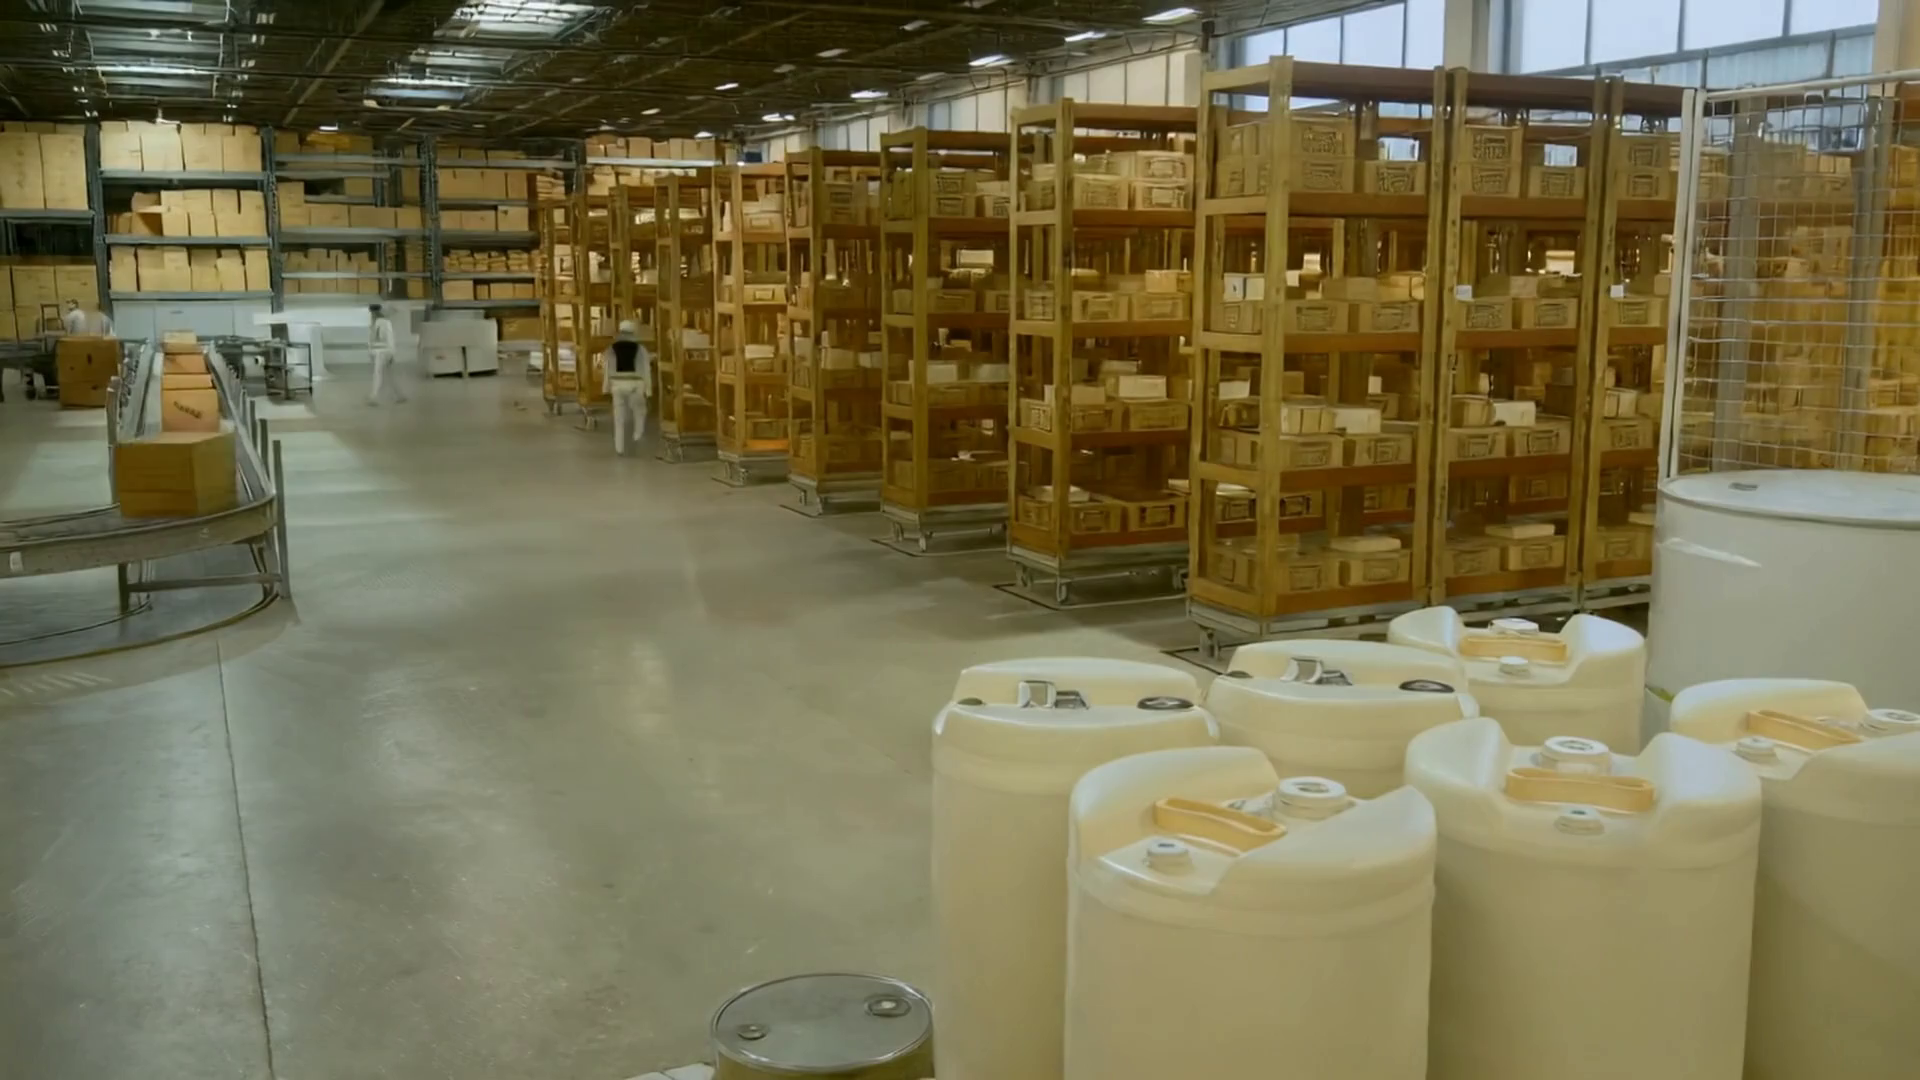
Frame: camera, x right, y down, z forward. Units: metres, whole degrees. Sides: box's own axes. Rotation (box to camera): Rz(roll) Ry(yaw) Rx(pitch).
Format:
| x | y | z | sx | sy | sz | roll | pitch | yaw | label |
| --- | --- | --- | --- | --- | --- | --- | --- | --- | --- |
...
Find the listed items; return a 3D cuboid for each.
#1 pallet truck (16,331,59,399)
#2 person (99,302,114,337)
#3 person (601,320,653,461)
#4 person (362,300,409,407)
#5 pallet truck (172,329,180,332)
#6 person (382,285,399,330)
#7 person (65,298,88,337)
| x | y | z | sx | sy | sz | roll | pitch | yaw | label |
| --- | --- | --- | --- | --- | --- | --- | --- | --- | --- |
| -17.082 | -3.353 | 31.781 | 1.630 | 1.274 | 0.653 | -4 | 10 | -25 | pallet truck |
| -20.727 | -4.953 | 40.542 | 0.498 | 1.681 | 0.537 | -7 | 11 | -35 | person |
| -4.284 | -1.916 | 21.354 | 0.706 | 1.795 | 0.578 | 0 | 9 | 0 | person |
| -10.342 | -3.347 | 29.881 | 0.634 | 1.915 | 0.936 | 8 | 12 | 40 | person |
| -17.275 | -3.851 | 35.096 | 1.601 | 1.201 | 0.680 | 0 | 9 | 1 | pallet truck |
| -18.999 | -7.519 | 55.484 | 0.617 | 1.990 | 0.393 | 0 | 9 | 3 | person |
| -20.252 | -4.635 | 38.136 | 0.404 | 1.826 | 0.591 | 3 | 10 | 16 | person |
